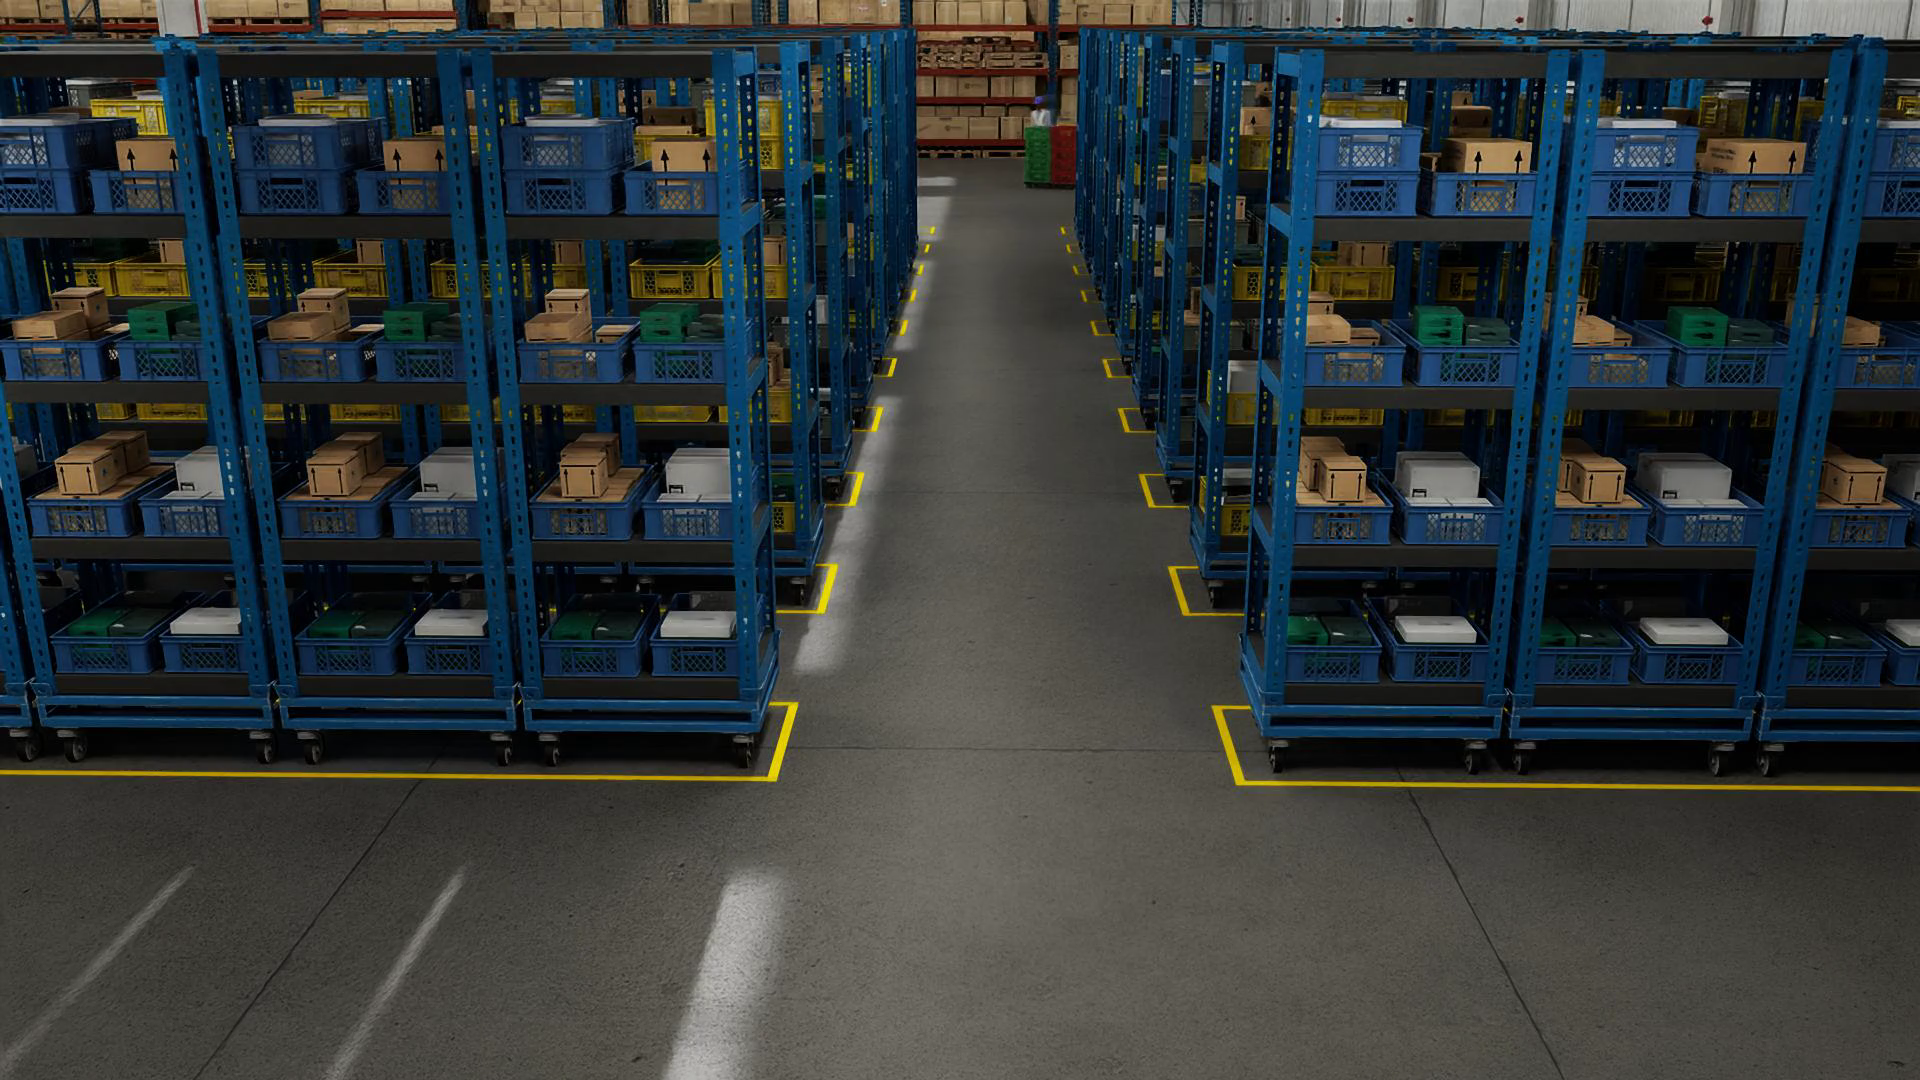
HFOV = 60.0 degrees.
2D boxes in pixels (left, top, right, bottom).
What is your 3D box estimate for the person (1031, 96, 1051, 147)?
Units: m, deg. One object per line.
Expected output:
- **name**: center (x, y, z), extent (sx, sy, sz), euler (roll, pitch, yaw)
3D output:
- **person**: center (2.059, -10.107, 41.484), extent (0.601, 1.902, 1.009), euler (11, 20, 31)
